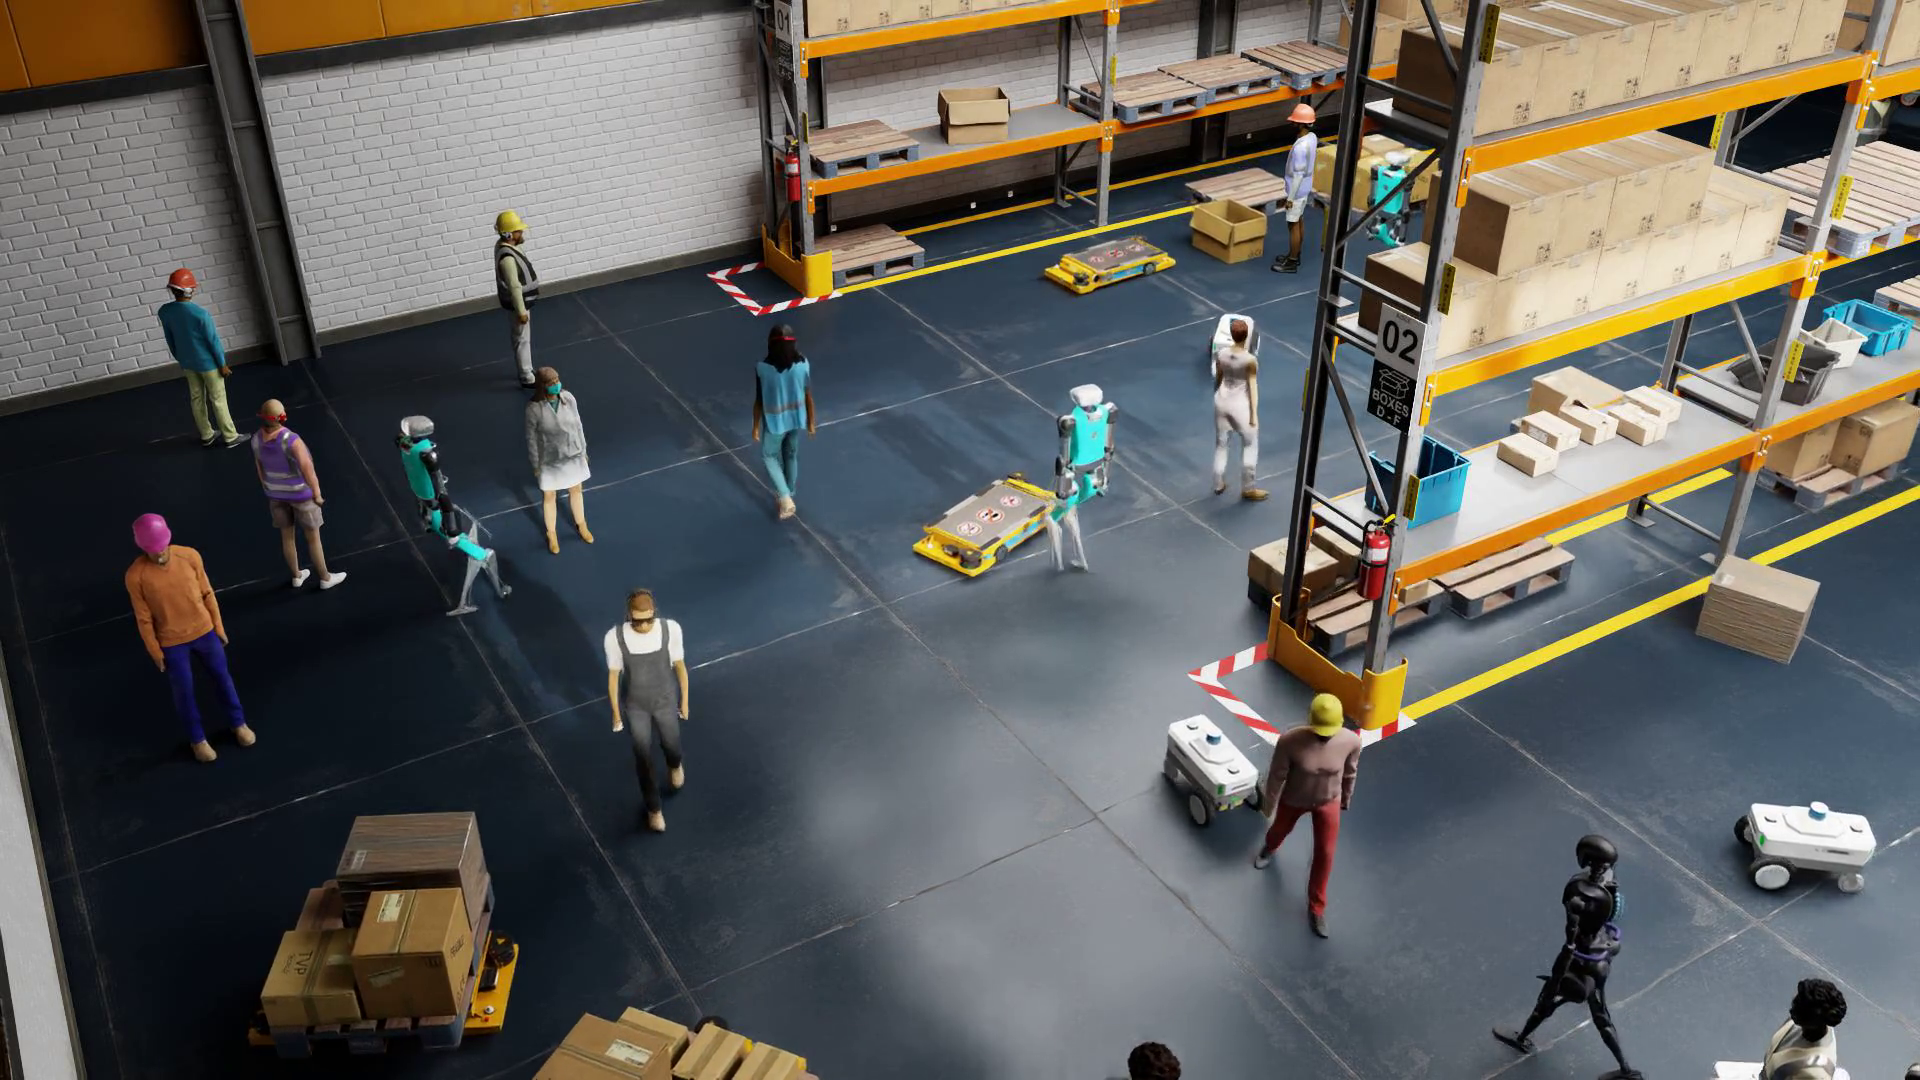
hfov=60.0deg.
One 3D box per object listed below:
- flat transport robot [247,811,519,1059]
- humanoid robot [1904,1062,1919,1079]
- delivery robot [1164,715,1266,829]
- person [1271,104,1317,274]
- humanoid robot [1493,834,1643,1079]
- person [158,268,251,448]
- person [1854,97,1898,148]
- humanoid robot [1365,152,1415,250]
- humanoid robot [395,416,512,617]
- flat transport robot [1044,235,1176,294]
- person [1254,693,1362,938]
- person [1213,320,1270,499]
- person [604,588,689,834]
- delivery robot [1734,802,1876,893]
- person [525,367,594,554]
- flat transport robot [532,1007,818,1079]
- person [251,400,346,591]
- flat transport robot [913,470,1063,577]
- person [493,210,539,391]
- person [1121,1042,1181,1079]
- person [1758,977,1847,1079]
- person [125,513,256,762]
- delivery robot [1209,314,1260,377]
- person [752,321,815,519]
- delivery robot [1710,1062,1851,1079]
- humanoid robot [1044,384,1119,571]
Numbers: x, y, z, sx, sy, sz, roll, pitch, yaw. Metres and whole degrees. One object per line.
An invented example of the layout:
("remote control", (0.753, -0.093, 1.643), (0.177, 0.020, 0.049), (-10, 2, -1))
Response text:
("flat transport robot", (-3.399, 2.650, 9.858), (1.431, 0.231, 0.659), (-2, 32, -3))
("humanoid robot", (4.368, 3.131, 7.627), (0.530, 1.715, 0.701), (26, 40, 34))
("delivery robot", (1.727, 1.566, 11.334), (0.499, 0.613, 0.789), (-14, 35, -21))
("person", (3.806, -3.983, 18.867), (0.359, 1.938, 0.544), (13, 34, 19))
("humanoid robot", (3.466, 2.319, 9.119), (0.806, 1.624, 0.588), (24, 39, 33))
("person", (-7.003, -1.672, 15.359), (0.558, 1.744, 0.331), (9, 33, 13))
("person", (10.928, -4.713, 20.113), (0.565, 1.849, 0.390), (-8, 33, -13))
("humanoid robot", (4.767, -3.366, 18.163), (0.727, 1.879, 0.542), (-25, 40, -34))
("humanoid robot", (-3.899, -0.211, 13.127), (0.796, 1.857, 0.562), (-28, 42, -37))
("flat transport robot", (1.735, -3.181, 19.157), (1.431, 0.231, 0.659), (-21, 38, -29))
("person", (2.138, 1.537, 10.264), (0.551, 1.722, 0.802), (0, 32, 1))
("person", (2.460, -1.129, 14.595), (0.638, 1.614, 0.315), (24, 39, 33))
("person", (-2.045, 1.053, 10.945), (0.527, 1.829, 0.535), (-7, 33, -12))
("delivery robot", (5.447, 1.933, 10.704), (0.745, 0.565, 0.499), (6, 33, 9))
("person", (-3.334, -0.671, 13.841), (0.496, 1.660, 0.335), (-18, 36, -27))
("flat transport robot", (-1.451, 3.214, 8.958), (0.659, 0.231, 1.431), (13, 34, 20))
("person", (-5.337, -0.352, 13.303), (0.480, 1.694, 0.347), (6, 33, 10))
("flat transport robot", (0.303, -0.155, 14.331), (0.659, 0.231, 1.431), (23, 39, 32))
("person", (-4.335, -2.364, 16.381), (0.404, 1.834, 0.586), (-9, 33, -14))
("person", (0.824, 3.051, 7.695), (0.563, 1.878, 0.600), (7, 33, 10))
("person", (4.096, 2.813, 8.257), (0.320, 1.692, 0.533), (11, 34, 18))
("person", (-5.334, 0.656, 11.441), (0.518, 1.971, 0.404), (-24, 39, -33))
("delivery robot", (2.797, -2.022, 17.048), (0.499, 0.603, 0.807), (8, 33, 13))
("person", (-1.500, -1.000, 14.193), (0.546, 1.842, 0.522), (-14, 35, -21))
("delivery robot", (4.451, 3.052, 8.961), (0.794, 0.609, 0.499), (2, 32, 3))
("humanoid robot", (0.908, -0.496, 13.521), (0.530, 1.823, 0.635), (-17, 36, -25))
